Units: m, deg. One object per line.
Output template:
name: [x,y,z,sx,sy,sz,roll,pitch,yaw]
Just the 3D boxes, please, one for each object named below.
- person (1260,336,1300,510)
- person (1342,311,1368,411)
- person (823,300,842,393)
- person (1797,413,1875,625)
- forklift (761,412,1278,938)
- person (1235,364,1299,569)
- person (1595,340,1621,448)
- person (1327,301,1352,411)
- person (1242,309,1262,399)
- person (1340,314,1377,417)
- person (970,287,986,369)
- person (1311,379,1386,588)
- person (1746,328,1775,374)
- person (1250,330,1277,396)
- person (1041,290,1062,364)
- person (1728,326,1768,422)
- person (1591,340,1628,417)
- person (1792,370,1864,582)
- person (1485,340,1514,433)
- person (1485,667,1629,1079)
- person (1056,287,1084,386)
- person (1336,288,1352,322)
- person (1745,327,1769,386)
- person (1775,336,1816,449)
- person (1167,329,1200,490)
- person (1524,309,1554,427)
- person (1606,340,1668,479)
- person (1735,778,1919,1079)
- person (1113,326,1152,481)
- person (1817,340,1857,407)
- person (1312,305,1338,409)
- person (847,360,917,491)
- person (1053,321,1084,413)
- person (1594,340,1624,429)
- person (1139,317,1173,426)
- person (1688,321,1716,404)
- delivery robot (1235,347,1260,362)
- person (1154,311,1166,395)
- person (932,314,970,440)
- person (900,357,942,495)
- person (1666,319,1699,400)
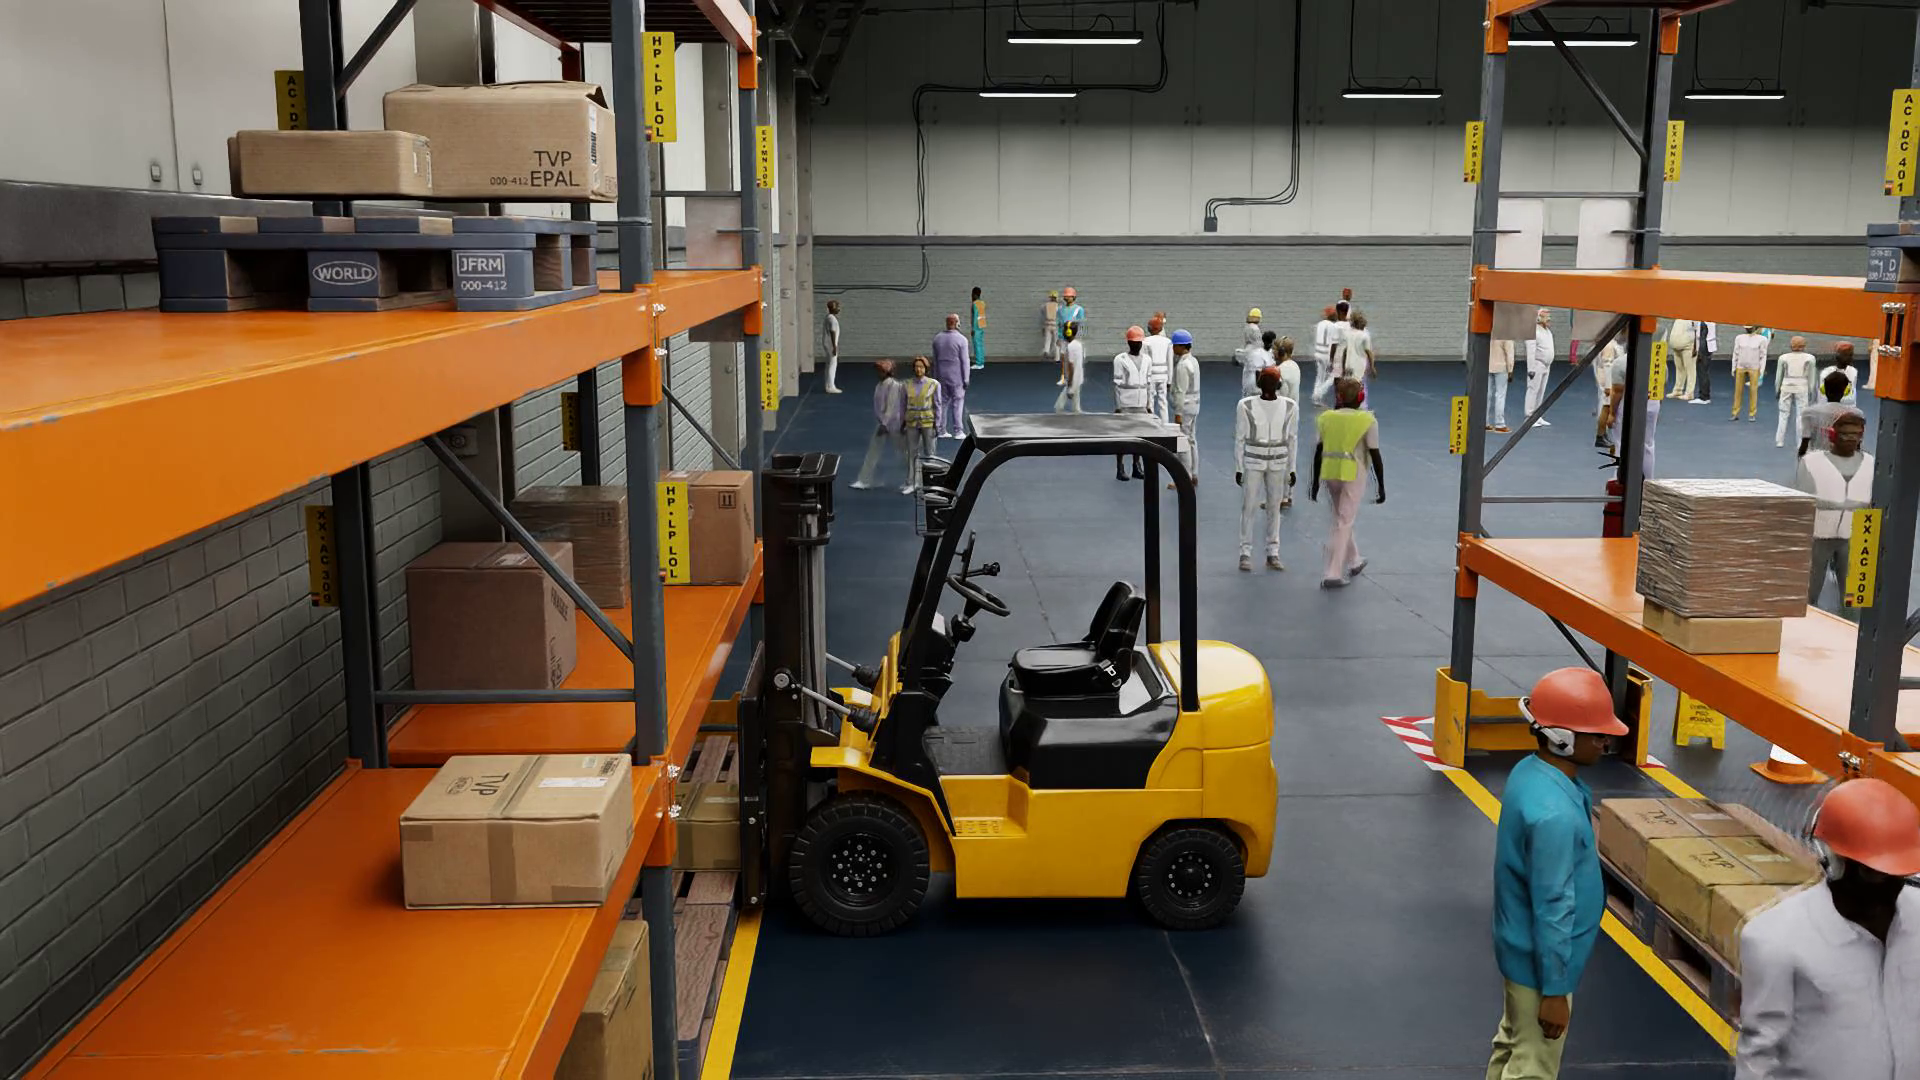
person: [3.601,-1.307,18.625,0.372,1.940,0.630,5,11,24]
person: [6.777,-3.005,28.430,0.500,1.816,0.529,-3,11,-15]
person: [-2.532,-3.818,32.915,0.345,1.837,0.506,-3,11,-17]
person: [6.088,0.035,11.520,0.571,1.811,0.842,1,10,5]
forklift: [0.291,0.548,7.580,2.313,2.155,1.214,0,10,-2]
person: [2.793,-0.663,15.193,0.575,1.883,0.361,0,10,-1]
person: [9.483,-2.300,24.212,0.386,1.924,0.548,5,11,25]
person: [6.630,-3.157,28.863,0.614,1.961,0.362,-7,12,-33]
person: [5.520,-3.483,31.319,0.311,1.735,0.483,-3,11,-18]
person: [6.587,-2.800,27.336,0.961,1.795,0.516,-6,12,-30]
person: [0.417,-5.001,39.261,0.379,1.918,0.596,3,11,18]
person: [3.452,-0.508,14.571,0.606,1.786,0.956,10,14,43]
person: [18.066,-4.702,37.537,0.636,1.938,0.358,1,10,8]
person: [4.545,-2.331,25.062,0.476,1.666,0.564,9,13,40]
person: [2.272,-5.180,40.523,0.622,1.817,0.441,3,11,15]
person: [13.125,-2.845,27.698,0.524,1.760,0.328,8,13,39]
person: [11.020,-2.934,27.837,0.645,1.896,1.005,-5,11,-25]
person: [7.656,-0.566,14.690,0.536,1.869,0.312,4,11,20]
person: [8.406,-2.664,26.029,0.381,1.994,0.614,-7,12,-35]
person: [1.778,1.231,5.002,0.343,1.749,0.573,2,10,12]
person: [2.258,-4.206,34.470,0.611,2.048,0.364,5,12,28]
person: [9.184,-5.069,39.766,0.374,1.879,0.584,-3,10,-14]
person: [16.602,-4.112,34.553,0.339,1.835,0.520,6,12,31]
person: [12.093,-2.136,24.112,0.517,1.633,0.312,6,12,31]
person: [2.700,-1.572,20.115,0.412,1.939,0.614,4,11,21]
person: [9.417,-2.793,26.994,0.409,1.906,0.652,9,14,42]
person: [7.882,-1.517,19.513,0.675,2.000,0.537,-2,10,-9]
person: [2.151,1.396,4.128,0.579,1.733,0.494,-2,10,-14]
person: [2.184,-1.714,20.899,0.542,1.938,0.357,-5,11,-25]
person: [10.069,-1.375,19.222,0.590,1.862,0.649,-6,12,-30]
person: [6.529,-3.240,29.596,0.441,1.865,0.681,-3,10,-14]
person: [-0.893,-1.361,19.927,0.864,1.584,0.499,-7,12,-33]
person: [1.525,-2.253,24.157,0.721,1.844,0.551,4,11,20]
person: [10.419,-2.589,26.652,0.628,1.605,0.527,-9,13,-40]
person: [2.898,-2.370,24.741,0.581,1.878,0.364,-4,11,-21]
person: [13.788,-3.475,30.802,0.392,1.909,0.595,6,12,32]
delivery robot: [6.954,-4.513,40.081,0.707,0.478,0.477,-10,14,-43]
person: [3.889,-3.646,32.503,0.279,1.634,0.498,4,11,22]
person: [-0.110,-2.471,25.233,0.646,1.899,0.399,8,13,37]
person: [-0.466,-1.349,19.682,0.517,1.645,0.307,3,11,16]
person: [13.767,-3.690,31.614,0.536,2.000,0.673,-2,10,-10]
